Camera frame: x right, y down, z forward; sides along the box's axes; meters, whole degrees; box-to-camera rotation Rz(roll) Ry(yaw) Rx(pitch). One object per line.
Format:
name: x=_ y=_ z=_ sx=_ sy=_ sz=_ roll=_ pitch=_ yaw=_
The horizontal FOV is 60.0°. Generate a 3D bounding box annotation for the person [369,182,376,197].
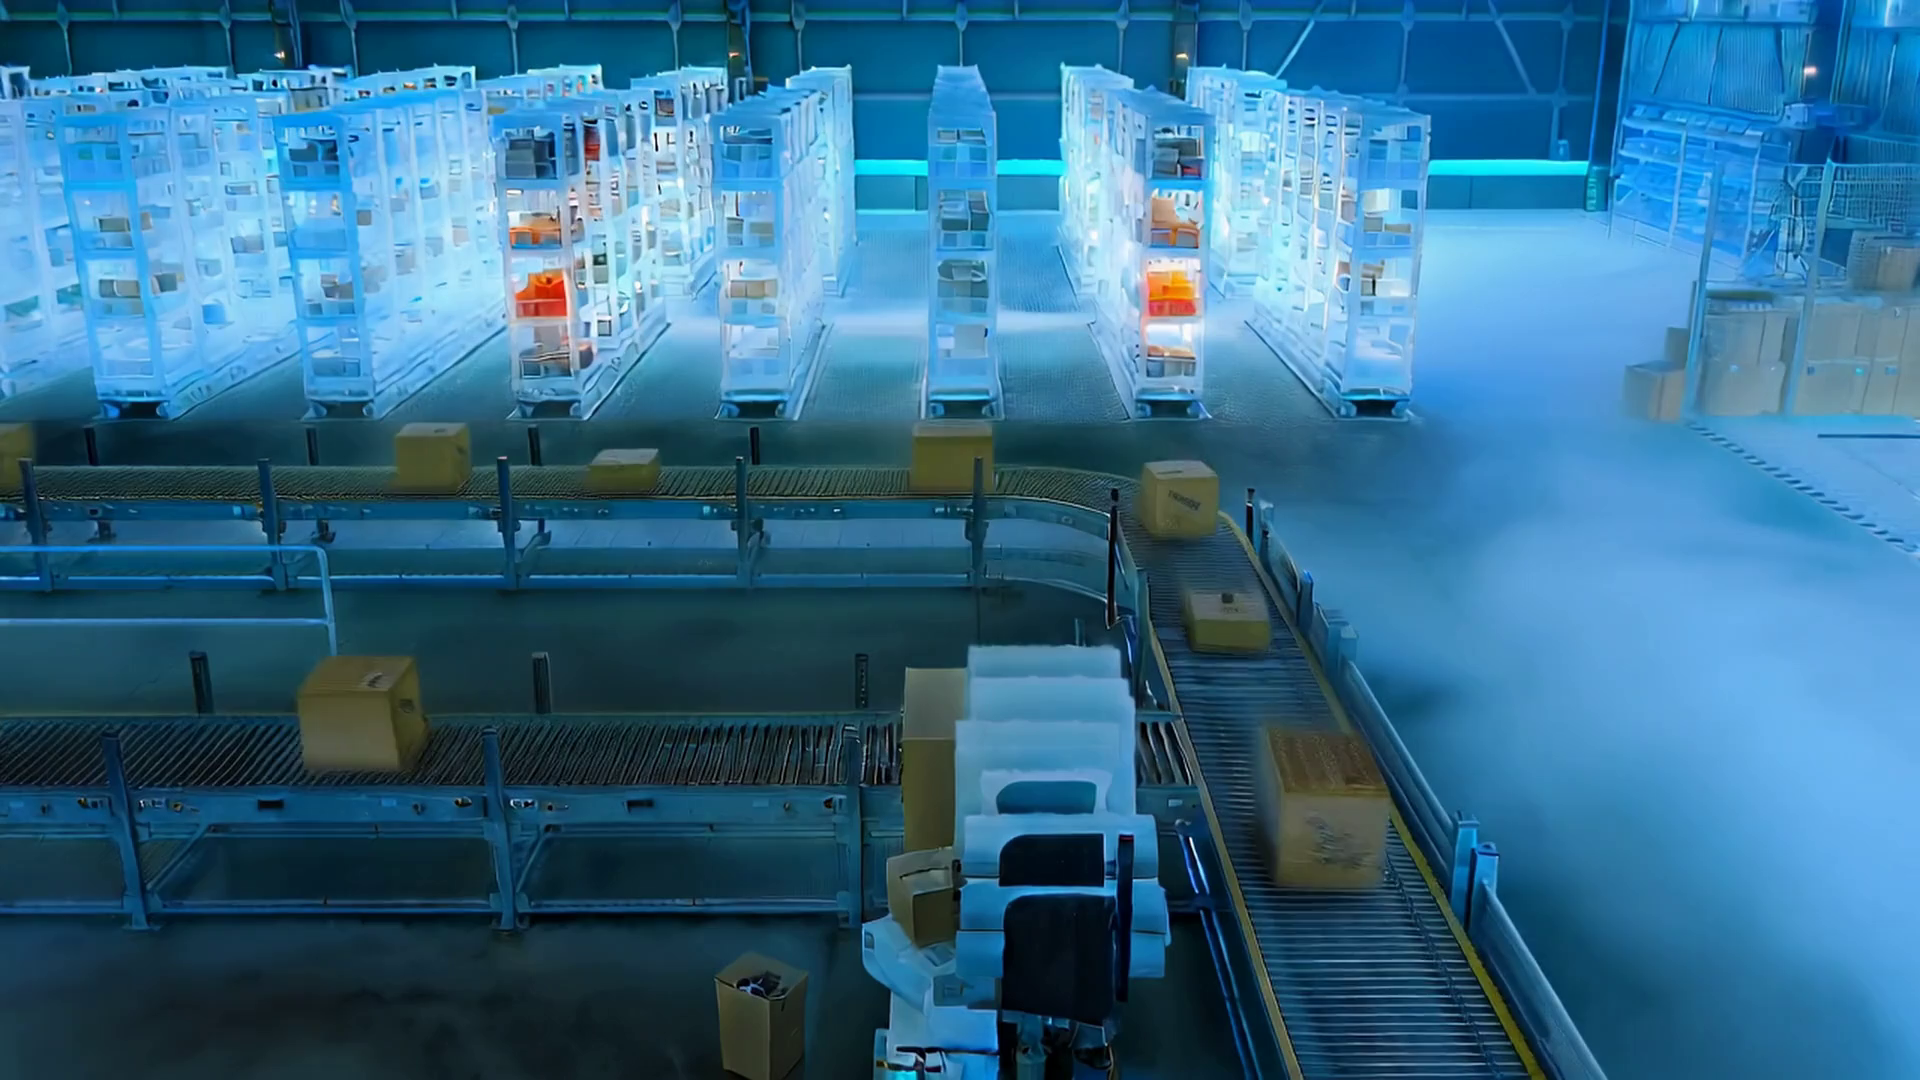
person: x=-12.766 y=-7.581 z=36.001 sx=0.393 sy=1.846 sz=0.564 roll=16 pitch=24 yaw=41
